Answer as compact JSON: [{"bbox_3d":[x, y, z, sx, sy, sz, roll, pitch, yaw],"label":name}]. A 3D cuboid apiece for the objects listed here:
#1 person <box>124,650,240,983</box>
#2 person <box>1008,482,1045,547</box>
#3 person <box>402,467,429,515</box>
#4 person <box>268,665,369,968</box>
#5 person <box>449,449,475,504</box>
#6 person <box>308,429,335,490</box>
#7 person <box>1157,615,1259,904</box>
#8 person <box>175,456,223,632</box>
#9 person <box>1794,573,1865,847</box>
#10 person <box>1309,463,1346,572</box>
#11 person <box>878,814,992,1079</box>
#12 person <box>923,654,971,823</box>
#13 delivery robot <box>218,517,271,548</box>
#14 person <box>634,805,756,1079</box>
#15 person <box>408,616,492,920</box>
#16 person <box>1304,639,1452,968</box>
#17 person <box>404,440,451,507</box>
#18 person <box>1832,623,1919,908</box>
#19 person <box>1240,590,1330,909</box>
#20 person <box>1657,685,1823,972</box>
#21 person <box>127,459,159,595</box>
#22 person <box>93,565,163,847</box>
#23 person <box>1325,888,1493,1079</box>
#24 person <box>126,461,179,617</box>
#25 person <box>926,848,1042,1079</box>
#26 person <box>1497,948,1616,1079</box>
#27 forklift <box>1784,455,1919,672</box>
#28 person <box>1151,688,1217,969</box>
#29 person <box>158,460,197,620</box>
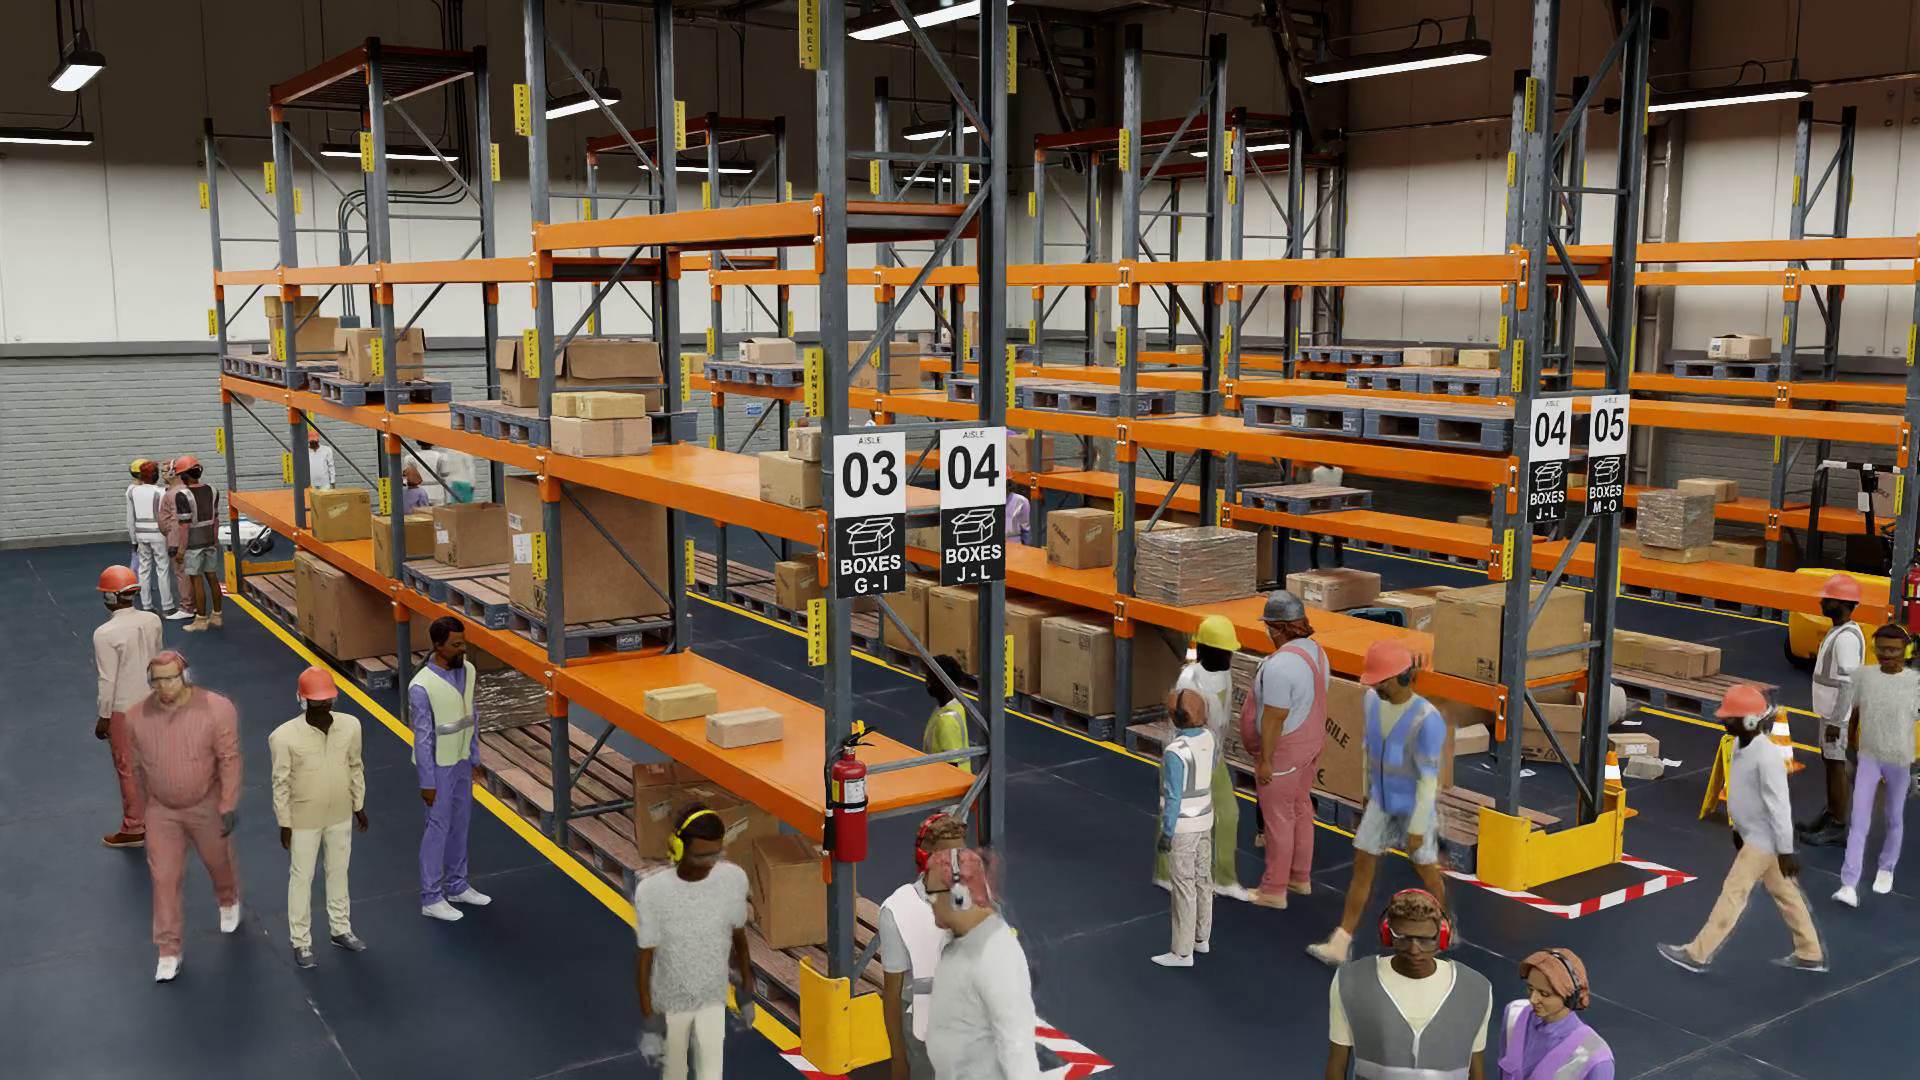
[{"bbox_3d":[-4.537,1.531,9.780,0.634,1.865,0.985,-2,9,-14],"label":"person"},{"bbox_3d":[0.944,-0.663,24.721,0.612,1.776,0.789,5,10,31],"label":"person"},{"bbox_3d":[-7.108,-0.140,21.641,0.498,1.634,0.279,6,10,33],"label":"person"},{"bbox_3d":[-3.722,1.590,9.724,0.338,1.752,0.565,8,12,42],"label":"person"},{"bbox_3d":[-7.972,-0.931,26.505,0.534,1.752,0.508,5,10,29],"label":"person"},{"bbox_3d":[-10.283,-0.934,26.578,0.576,1.739,0.349,-4,9,-25],"label":"person"},{"bbox_3d":[1.583,1.395,10.569,0.808,1.882,0.603,7,11,40],"label":"person"},{"bbox_3d":[-8.761,0.047,19.077,0.393,2.034,0.605,3,9,17],"label":"person"},{"bbox_3d":[6.162,1.193,11.745,0.346,1.942,0.550,3,9,22],"label":"person"},{"bbox_3d":[4.983,-0.356,22.420,0.520,1.829,0.910,-3,9,-18],"label":"person"},{"bbox_3d":[-0.093,1.994,6.729,0.390,1.846,0.565,8,12,43],"label":"person"},{"bbox_3d":[-0.084,1.539,10.252,0.317,1.695,0.540,0,9,0],"label":"person"},{"bbox_3d":[-10.601,-0.096,24.612,0.707,0.478,0.477,-1,8,-5],"label":"delivery robot"},{"bbox_3d":[-1.108,1.973,7.027,0.535,1.810,0.977,-3,9,-18],"label":"person"},{"bbox_3d":[-3.221,1.412,10.418,0.391,1.911,0.584,2,9,15],"label":"person"},{"bbox_3d":[2.482,1.513,9.577,1.082,1.950,0.683,-5,10,-31],"label":"person"},{"bbox_3d":[-7.388,-0.566,23.127,0.605,2.044,0.374,-3,9,-17],"label":"person"},{"bbox_3d":[5.869,1.429,10.563,0.518,1.819,0.963,7,11,39],"label":"person"},{"bbox_3d":[2.058,1.308,10.650,0.535,2.000,0.685,6,11,35],"label":"person"},{"bbox_3d":[4.529,1.660,9.513,0.957,1.678,0.577,2,9,11],"label":"person"},{"bbox_3d":[-10.531,-0.167,21.426,0.345,1.759,0.526,-1,9,-8],"label":"person"},{"bbox_3d":[-5.873,1.165,11.758,0.381,1.994,0.619,2,9,11],"label":"person"},{"bbox_3d":[1.585,2.113,5.941,0.570,1.843,0.372,1,9,5],"label":"person"},{"bbox_3d":[-9.663,-0.005,19.923,0.575,1.883,0.362,1,9,9],"label":"person"},{"bbox_3d":[0.133,2.065,6.264,0.886,1.869,0.654,-1,9,-5],"label":"person"},{"bbox_3d":[2.092,2.226,5.905,0.313,1.634,0.514,-4,9,-23],"label":"person"},{"bbox_3d":[9.643,0.253,17.172,2.313,2.155,1.214,-6,10,-33],"label":"forklift"},{"bbox_3d":[1.315,1.660,9.642,0.308,1.639,0.510,6,10,34],"label":"person"},{"bbox_3d":[-9.347,-0.008,19.864,0.408,1.908,0.643,-2,9,-16],"label":"person"}]
